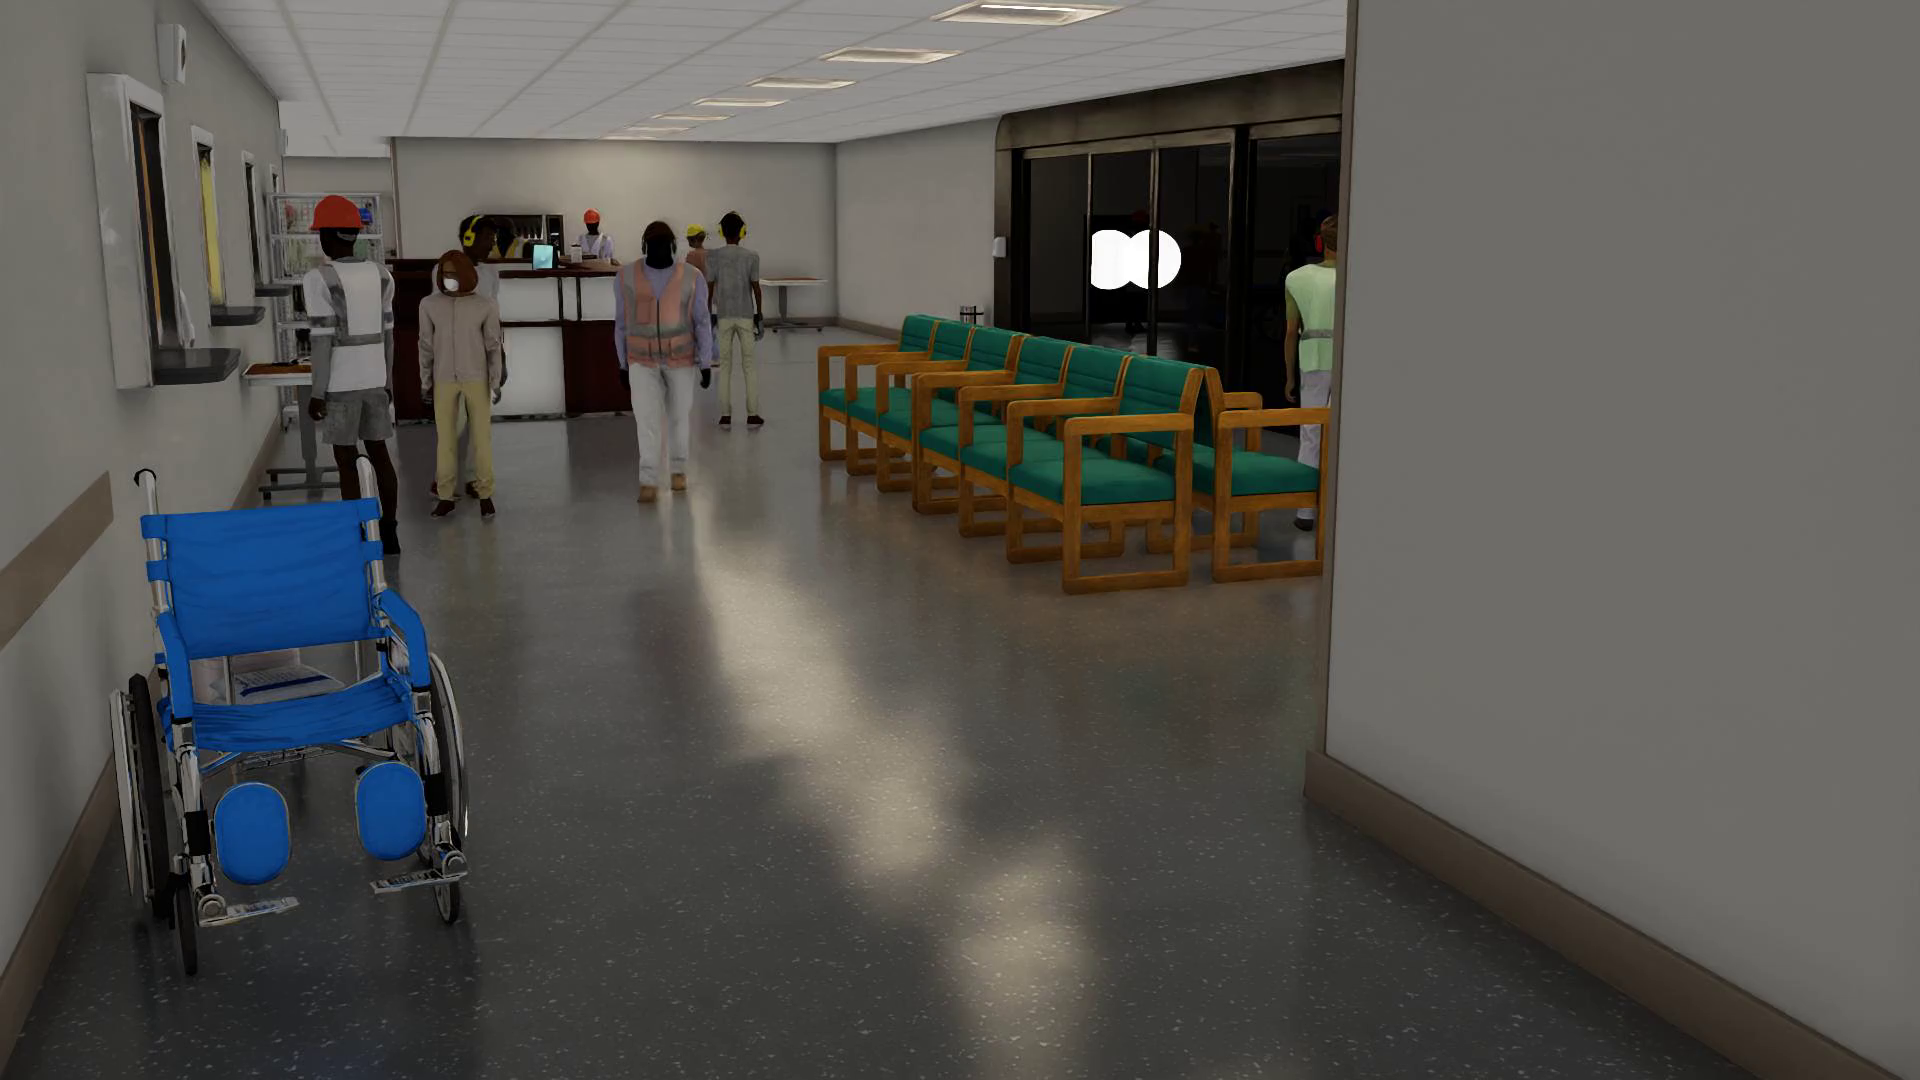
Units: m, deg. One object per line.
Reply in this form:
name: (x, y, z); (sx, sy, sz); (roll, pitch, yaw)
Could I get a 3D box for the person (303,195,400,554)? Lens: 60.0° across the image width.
person: (-3.251, -0.846, 8.854); (0.356, 1.938, 0.543); (6, 12, 27)

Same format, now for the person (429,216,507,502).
person: (-3.189, -1.158, 10.748); (0.425, 1.830, 0.608); (9, 14, 39)

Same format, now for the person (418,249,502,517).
person: (-3.053, -0.953, 10.185); (0.498, 1.633, 0.278); (-1, 11, -6)

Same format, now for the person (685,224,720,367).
person: (-3.259, -2.984, 20.363); (0.781, 1.733, 0.526); (4, 12, 18)

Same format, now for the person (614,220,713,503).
person: (-1.942, -1.178, 10.914); (0.632, 1.826, 0.687); (-2, 11, -8)

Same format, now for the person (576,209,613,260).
person: (-5.164, -3.694, 23.495); (0.545, 1.929, 0.390); (2, 11, 11)

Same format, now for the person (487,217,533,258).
person: (-5.647, -3.110, 20.763); (0.632, 1.825, 0.471); (0, 11, 2)

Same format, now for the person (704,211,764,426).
person: (-1.974, -1.927, 14.574); (0.517, 1.873, 0.328); (0, 11, -1)
